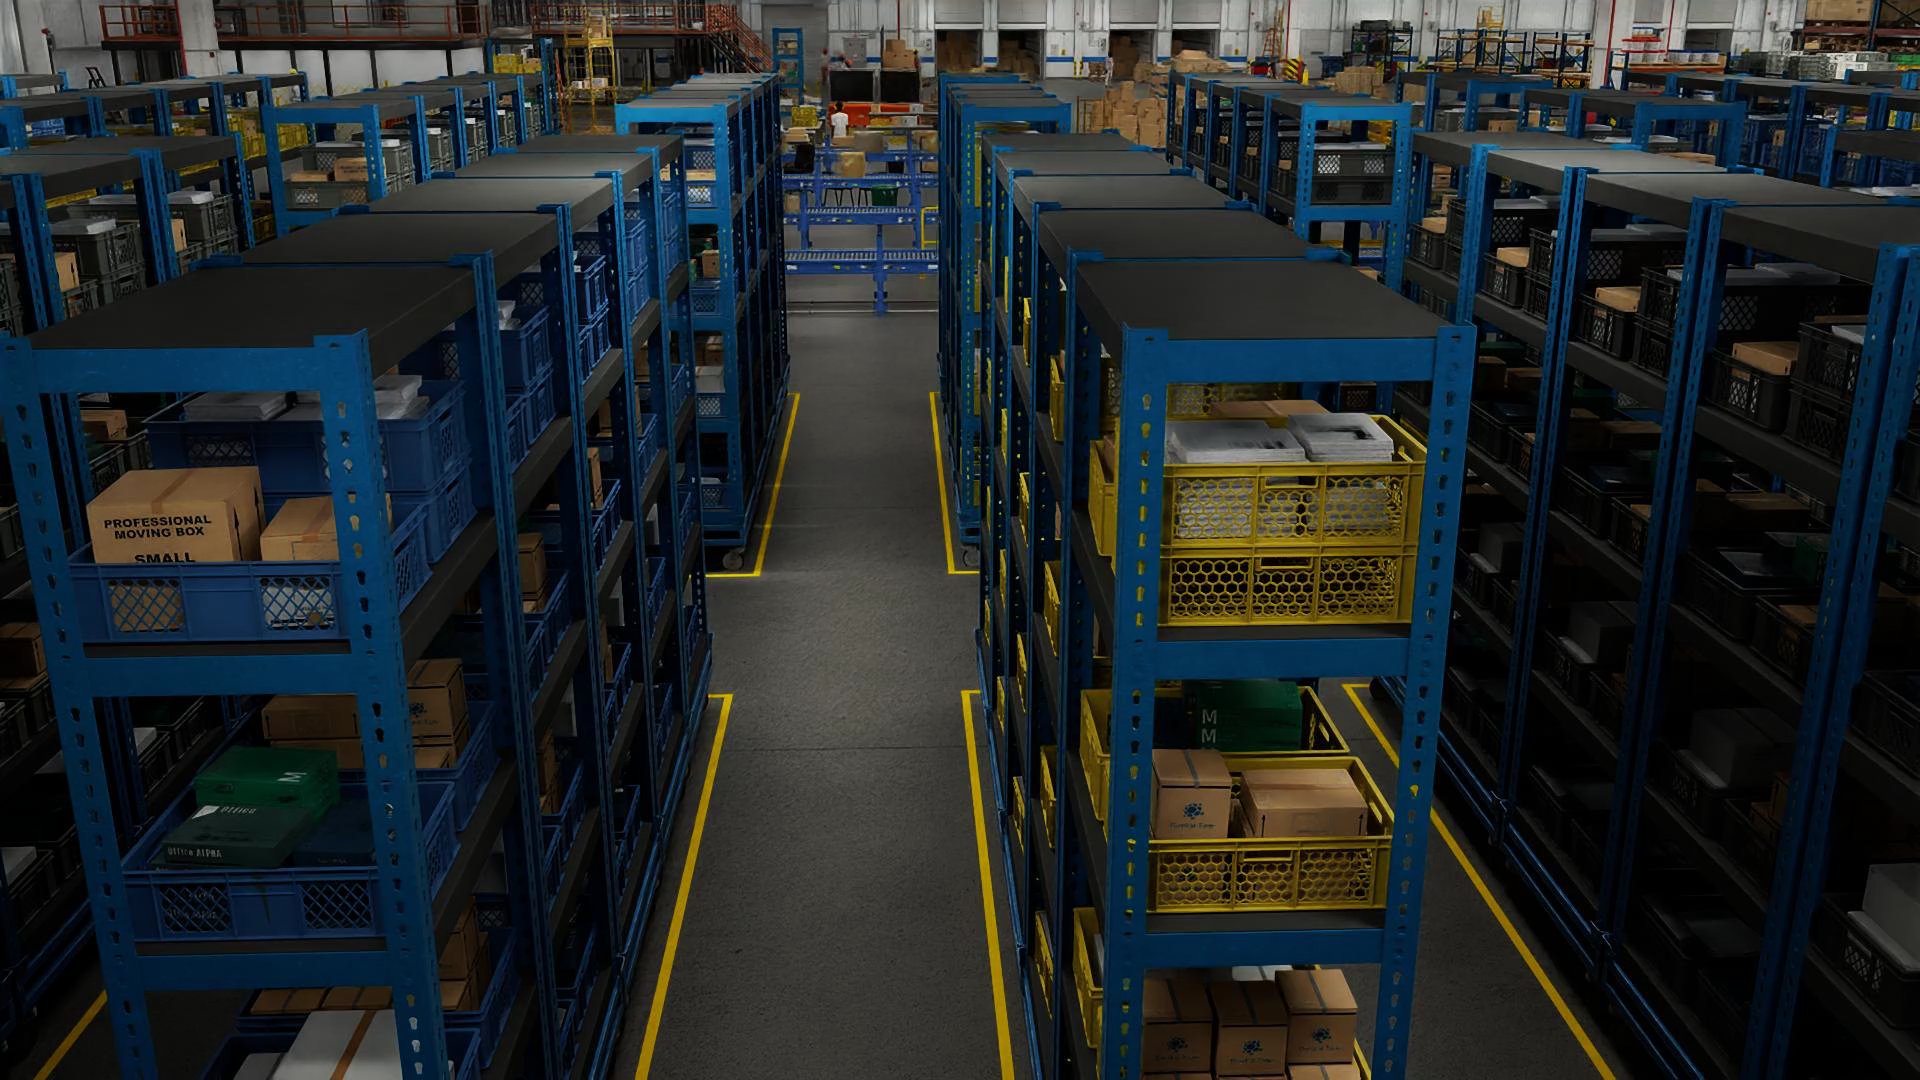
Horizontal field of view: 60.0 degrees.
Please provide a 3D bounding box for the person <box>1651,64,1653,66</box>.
[{"bbox_3d":[38.310,-26.082,91.870,0.899,1.684,0.495,1,18,2],"label":"person"}]

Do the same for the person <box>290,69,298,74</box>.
[{"bbox_3d":[-25.032,-16.752,62.628,0.366,1.926,0.594,-17,24,-41],"label":"person"}]

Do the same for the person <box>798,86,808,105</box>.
[{"bbox_3d":[-5.005,-13.862,53.978,0.757,1.737,0.530,3,18,9],"label":"person"}]

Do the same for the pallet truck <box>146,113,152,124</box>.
[{"bbox_3d":[-18.087,-8.309,36.390,1.885,1.965,0.823,-1,18,-4],"label":"pallet truck"}]

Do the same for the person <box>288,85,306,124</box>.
[{"bbox_3d":[-22.986,-15.149,57.769,0.575,1.890,0.439,-14,22,-36],"label":"person"}]

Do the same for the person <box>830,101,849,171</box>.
[{"bbox_3d":[-3.120,-10.397,43.057,0.532,1.869,0.311,-10,21,-29],"label":"person"}]

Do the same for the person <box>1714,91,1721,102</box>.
[{"bbox_3d":[28.597,-16.595,62.580,0.884,1.642,0.548,9,20,25],"label":"person"}]

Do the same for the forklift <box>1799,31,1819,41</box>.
[{"bbox_3d":[45.907,-26.183,90.288,1.129,2.768,1.873,-1,18,-2],"label":"forklift"}]

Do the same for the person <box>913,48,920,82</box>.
[{"bbox_3d":[-2.527,-26.411,92.584,0.955,1.878,0.610,9,20,26],"label":"person"}]

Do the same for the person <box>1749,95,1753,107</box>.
[{"bbox_3d":[31.530,-17.964,66.438,0.595,1.897,0.523,11,21,31],"label":"person"}]

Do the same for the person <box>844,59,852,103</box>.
[{"bbox_3d":[-4.687,-19.116,69.767,0.395,2.039,0.606,-2,18,-7],"label":"person"}]

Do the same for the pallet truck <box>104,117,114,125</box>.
[{"bbox_3d":[-18.367,-7.885,35.078,1.885,1.965,0.823,1,18,2],"label":"pallet truck"}]

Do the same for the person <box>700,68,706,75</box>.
[{"bbox_3d":[-9.885,-17.260,64.275,1.035,1.879,0.553,-5,19,-16],"label":"person"}]

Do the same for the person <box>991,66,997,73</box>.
[{"bbox_3d":[1.331,-17.492,64.923,0.448,1.922,0.658,7,19,21],"label":"person"}]

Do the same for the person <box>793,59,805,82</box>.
[{"bbox_3d":[-9.006,-26.292,92.556,0.805,1.657,0.553,-5,19,-16],"label":"person"}]

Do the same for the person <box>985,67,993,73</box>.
[{"bbox_3d":[1.074,-16.412,61.396,0.537,2.000,0.674,0,18,-1],"label":"person"}]

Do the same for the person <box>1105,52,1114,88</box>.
[{"bbox_3d":[7.879,-24.768,87.572,0.429,1.841,0.634,13,22,35],"label":"person"}]

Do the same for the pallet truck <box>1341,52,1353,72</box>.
[{"bbox_3d":[18.794,-23.123,82.231,0.823,1.965,1.885,-13,22,-35],"label":"pallet truck"}]

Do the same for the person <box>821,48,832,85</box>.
[{"bbox_3d":[-7.282,-25.866,90.788,0.622,1.970,0.836,6,19,18],"label":"person"}]

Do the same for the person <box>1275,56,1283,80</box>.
[{"bbox_3d":[15.501,-22.652,81.074,0.504,1.808,1.038,16,24,40],"label":"person"}]

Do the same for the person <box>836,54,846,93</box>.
[{"bbox_3d":[-5.871,-23.219,82.732,0.548,1.879,1.018,-12,22,-34],"label":"person"}]
